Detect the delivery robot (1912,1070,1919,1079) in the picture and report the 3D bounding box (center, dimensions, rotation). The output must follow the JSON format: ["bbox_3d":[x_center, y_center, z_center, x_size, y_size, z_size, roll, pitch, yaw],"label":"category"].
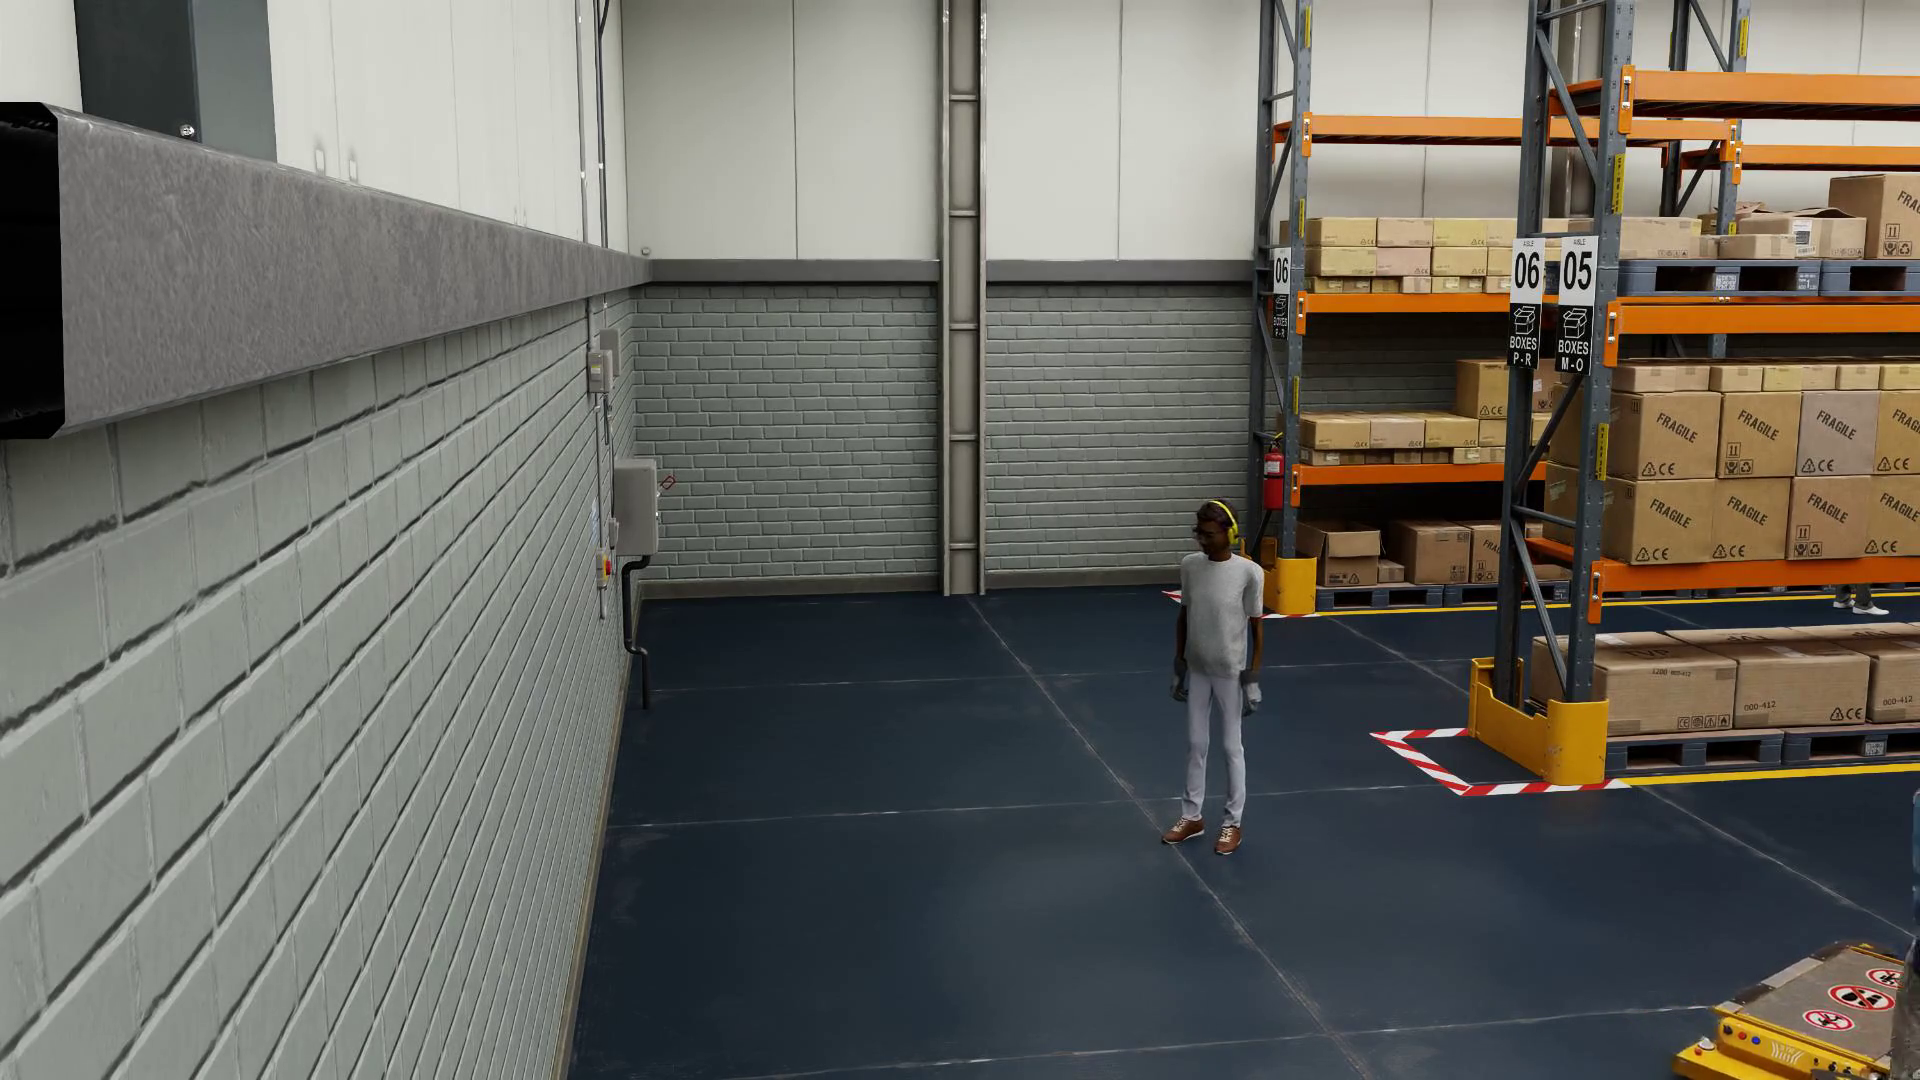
[{"bbox_3d":[3.480,1.821,5.544,0.707,0.478,0.477,-7,12,-37],"label":"delivery robot"}]

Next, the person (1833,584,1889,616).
[{"bbox_3d":[8.034,-0.292,14.677,0.388,1.919,0.584,-2,9,-11],"label":"person"}]

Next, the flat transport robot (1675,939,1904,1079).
[{"bbox_3d":[3.428,1.873,6.388,1.431,0.197,0.652,-7,12,-38],"label":"flat transport robot"}]

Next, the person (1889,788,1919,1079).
[{"bbox_3d":[3.482,1.334,5.589,0.545,1.614,0.679,-5,11,-30],"label":"person"}]

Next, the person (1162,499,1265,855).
[{"bbox_3d":[1.333,0.706,8.691,0.520,1.865,0.332,7,12,37],"label":"person"}]
